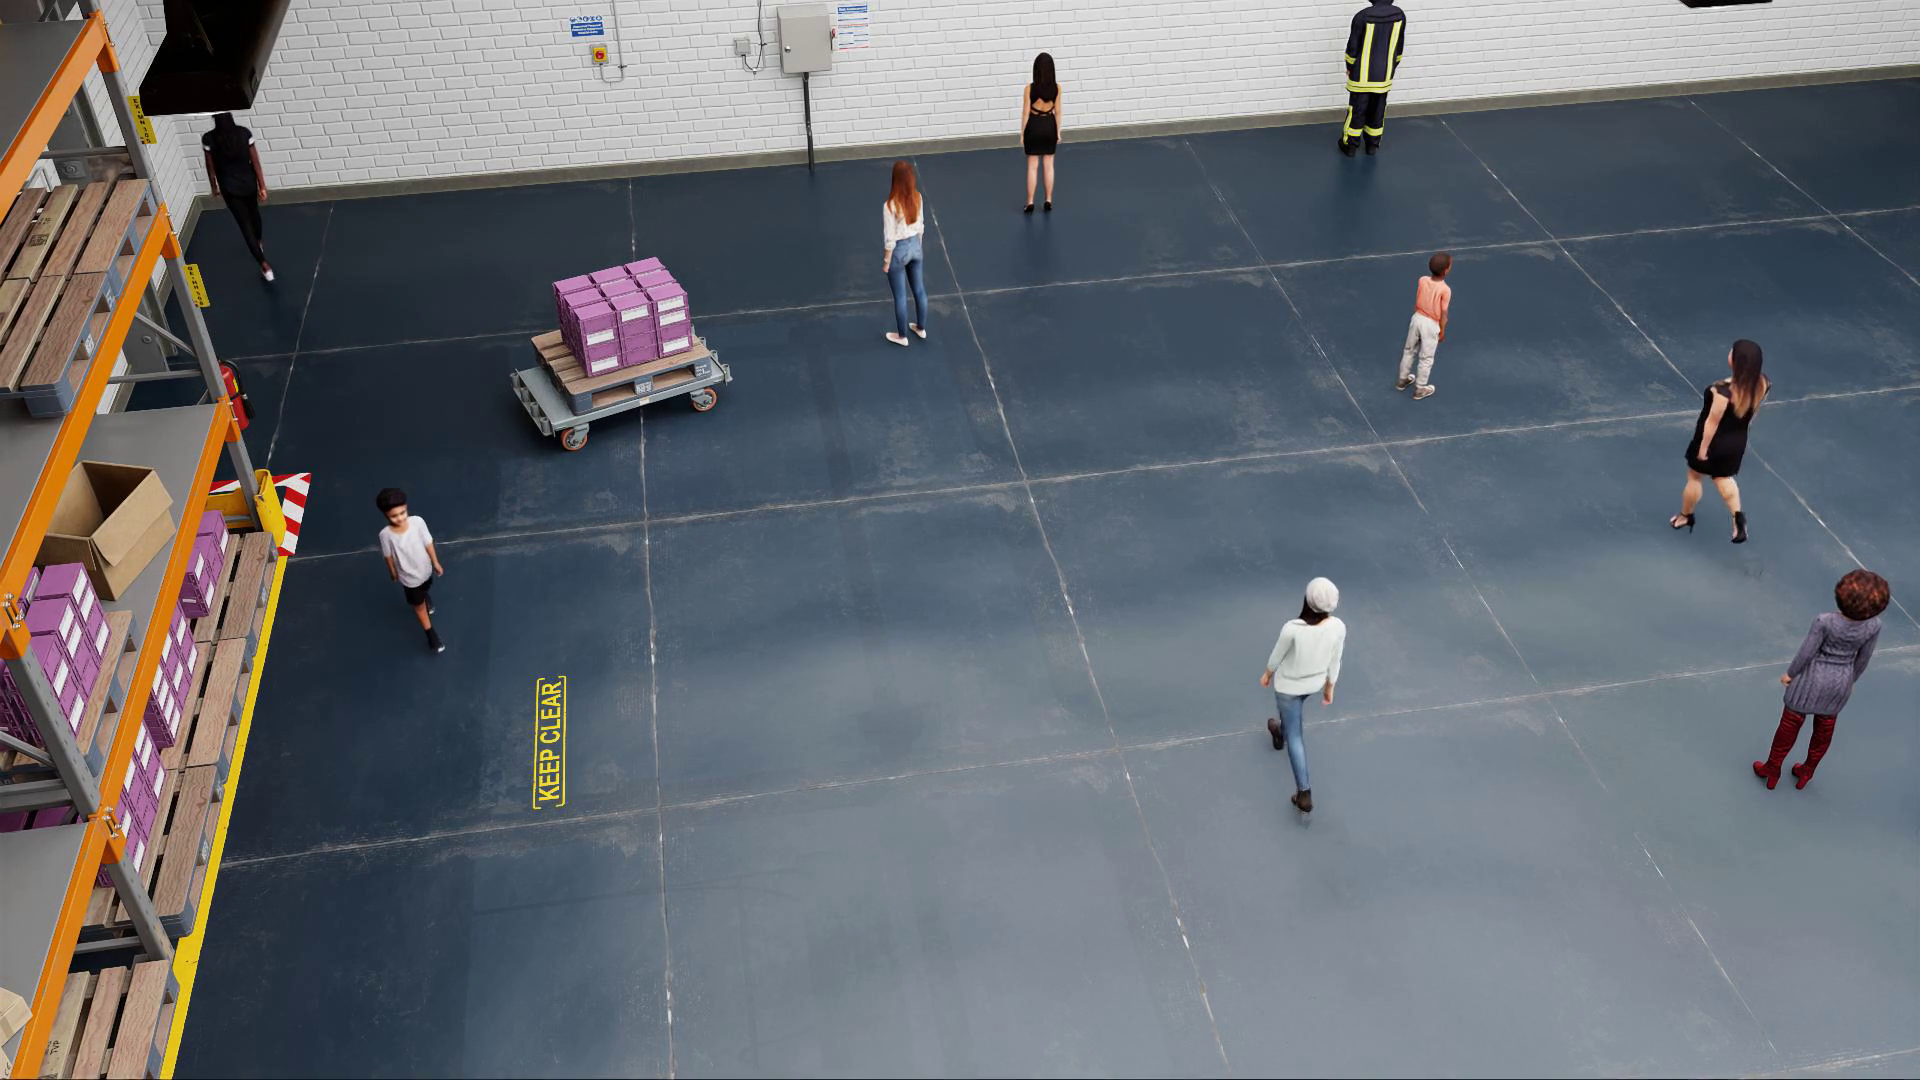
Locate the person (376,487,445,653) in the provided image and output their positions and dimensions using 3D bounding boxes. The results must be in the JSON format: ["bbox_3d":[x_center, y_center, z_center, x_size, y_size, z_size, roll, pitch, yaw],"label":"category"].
[{"bbox_3d":[-3.808,0.125,11.535,0.702,1.245,0.945,-22,44,-25],"label":"person"}]

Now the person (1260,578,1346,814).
[{"bbox_3d":[2.113,0.942,10.222,0.615,1.606,1.118,-9,39,-11],"label":"person"}]

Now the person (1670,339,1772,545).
[{"bbox_3d":[5.624,-0.663,12.157,0.736,1.700,0.938,-14,41,-17],"label":"person"}]

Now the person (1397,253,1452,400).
[{"bbox_3d":[3.897,-1.801,13.897,0.598,1.307,0.507,-26,45,-28],"label":"person"}]

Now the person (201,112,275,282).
[{"bbox_3d":[-6.627,-3.194,15.337,0.975,1.686,1.248,-25,45,-28],"label":"person"}]

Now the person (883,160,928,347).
[{"bbox_3d":[-0.475,-2.488,14.420,0.647,1.728,0.651,-26,45,-29],"label":"person"}]

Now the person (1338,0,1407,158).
[{"bbox_3d":[4.301,-4.945,17.336,0.773,1.928,0.643,-5,39,-6],"label":"person"}]

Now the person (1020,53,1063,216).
[{"bbox_3d":[0.799,-3.978,16.350,0.550,1.646,0.476,-7,39,-9],"label":"person"}]

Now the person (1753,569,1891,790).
[{"bbox_3d":[5.307,0.872,10.226,0.644,1.712,0.619,4,39,5],"label":"person"}]
